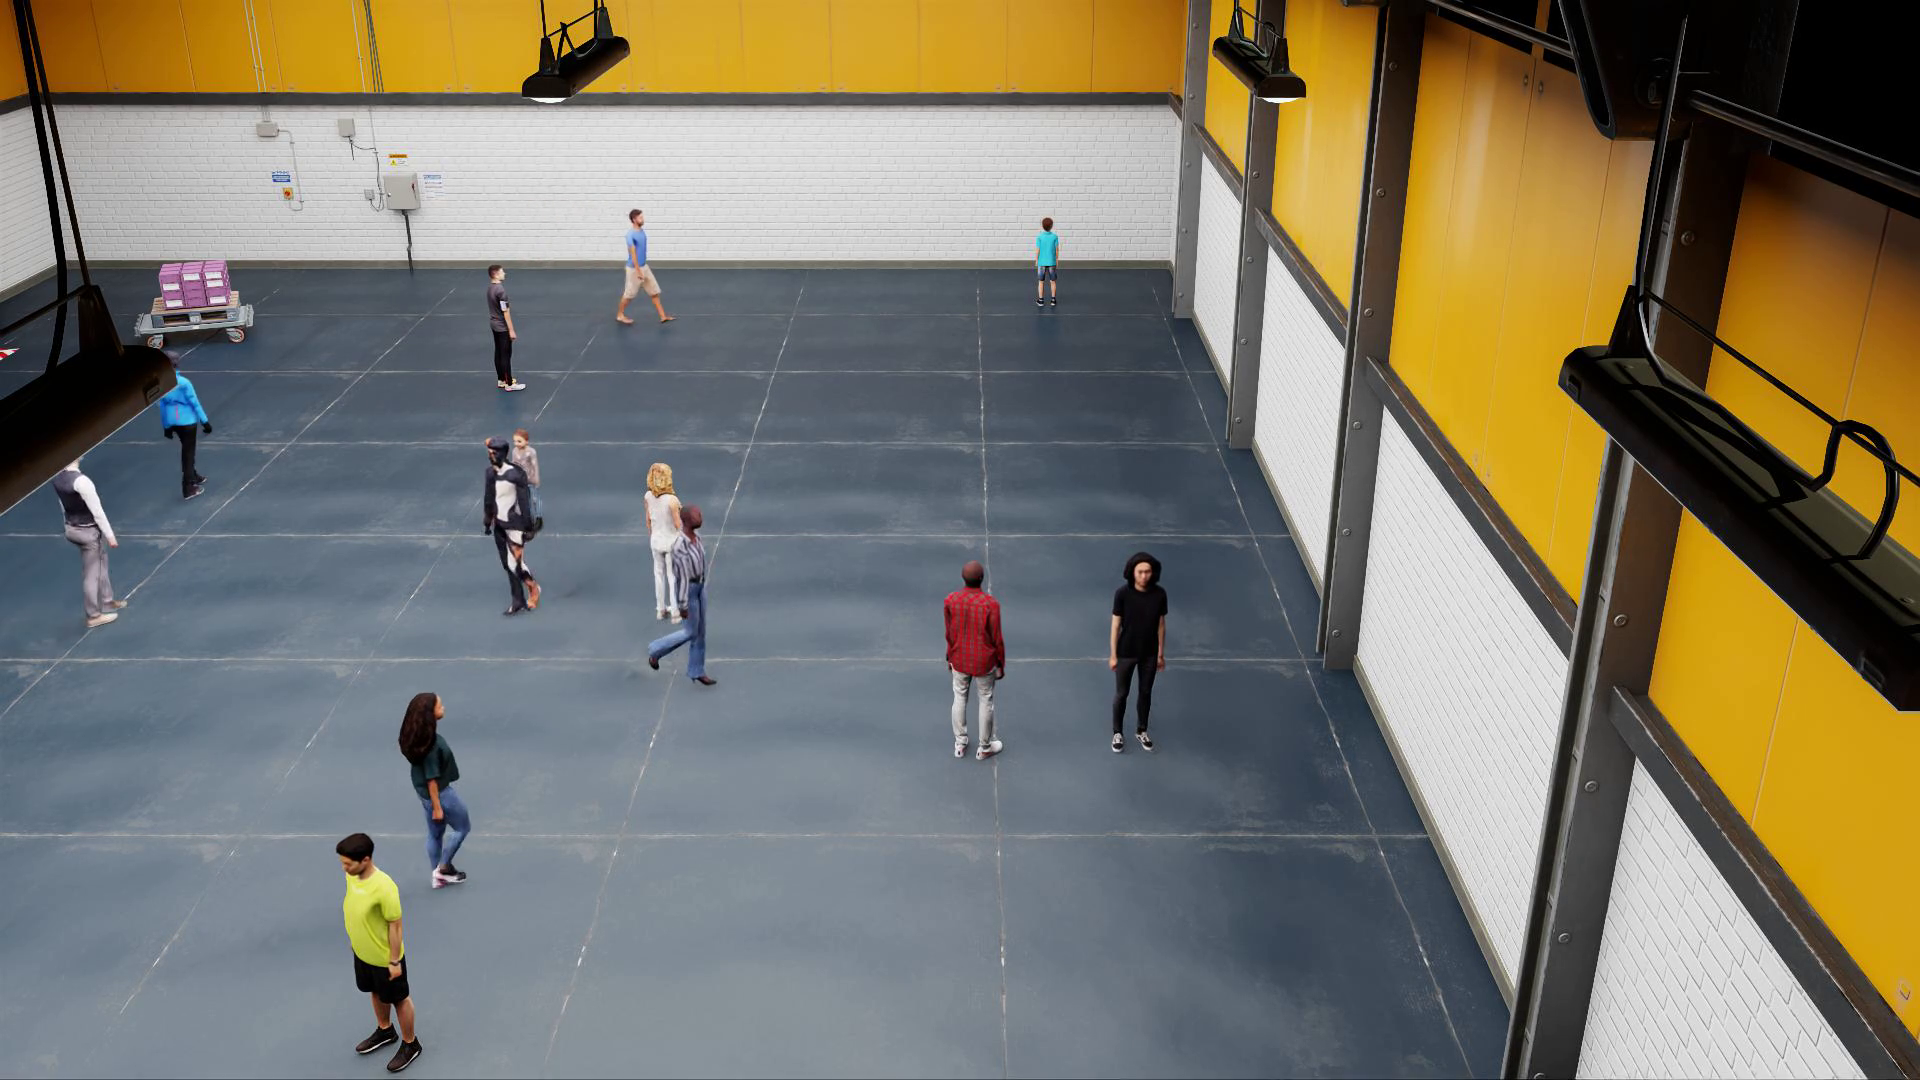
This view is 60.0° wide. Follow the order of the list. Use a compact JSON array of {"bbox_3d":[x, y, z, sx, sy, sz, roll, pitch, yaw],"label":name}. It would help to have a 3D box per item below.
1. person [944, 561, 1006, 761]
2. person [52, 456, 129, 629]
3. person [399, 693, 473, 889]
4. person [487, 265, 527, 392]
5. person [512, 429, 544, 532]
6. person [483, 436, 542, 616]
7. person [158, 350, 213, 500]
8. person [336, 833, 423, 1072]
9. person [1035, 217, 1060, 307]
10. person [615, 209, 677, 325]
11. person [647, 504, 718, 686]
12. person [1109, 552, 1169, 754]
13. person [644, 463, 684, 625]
[{"bbox_3d":[0.116,1.002,14.041,0.739,1.820,0.698,8,25,18],"label":"person"},{"bbox_3d":[-8.668,-0.039,16.307,0.853,1.912,0.908,15,28,31],"label":"person"},{"bbox_3d":[-3.953,1.883,12.289,0.784,1.610,0.706,-13,27,-28],"label":"person"},{"bbox_3d":[-6.393,-2.967,23.191,0.784,1.764,0.686,-16,28,-32],"label":"person"},{"bbox_3d":[-4.852,-0.694,18.703,0.527,1.194,0.539,7,25,16],"label":"person"},{"bbox_3d":[-4.434,-0.166,16.634,0.848,1.884,0.862,13,27,27],"label":"person"},{"bbox_3d":[-9.135,-1.322,19.408,0.746,1.780,0.827,9,25,19],"label":"person"},{"bbox_3d":[-3.709,2.572,10.590,0.702,1.707,0.727,16,28,33],"label":"person"},{"bbox_3d":[1.424,-4.572,27.257,0.534,1.449,0.486,-2,24,-5],"label":"person"},{"bbox_3d":[-5.134,-4.245,26.055,1.003,1.813,1.258,8,25,18],"label":"person"},{"bbox_3d":[-2.551,0.516,15.216,0.801,1.769,0.875,6,24,13],"label":"person"},{"bbox_3d":[1.513,0.927,14.193,0.658,1.837,0.552,-2,24,-5],"label":"person"},{"bbox_3d":[-2.922,0.020,16.475,0.675,1.671,0.694,13,27,28],"label":"person"}]
